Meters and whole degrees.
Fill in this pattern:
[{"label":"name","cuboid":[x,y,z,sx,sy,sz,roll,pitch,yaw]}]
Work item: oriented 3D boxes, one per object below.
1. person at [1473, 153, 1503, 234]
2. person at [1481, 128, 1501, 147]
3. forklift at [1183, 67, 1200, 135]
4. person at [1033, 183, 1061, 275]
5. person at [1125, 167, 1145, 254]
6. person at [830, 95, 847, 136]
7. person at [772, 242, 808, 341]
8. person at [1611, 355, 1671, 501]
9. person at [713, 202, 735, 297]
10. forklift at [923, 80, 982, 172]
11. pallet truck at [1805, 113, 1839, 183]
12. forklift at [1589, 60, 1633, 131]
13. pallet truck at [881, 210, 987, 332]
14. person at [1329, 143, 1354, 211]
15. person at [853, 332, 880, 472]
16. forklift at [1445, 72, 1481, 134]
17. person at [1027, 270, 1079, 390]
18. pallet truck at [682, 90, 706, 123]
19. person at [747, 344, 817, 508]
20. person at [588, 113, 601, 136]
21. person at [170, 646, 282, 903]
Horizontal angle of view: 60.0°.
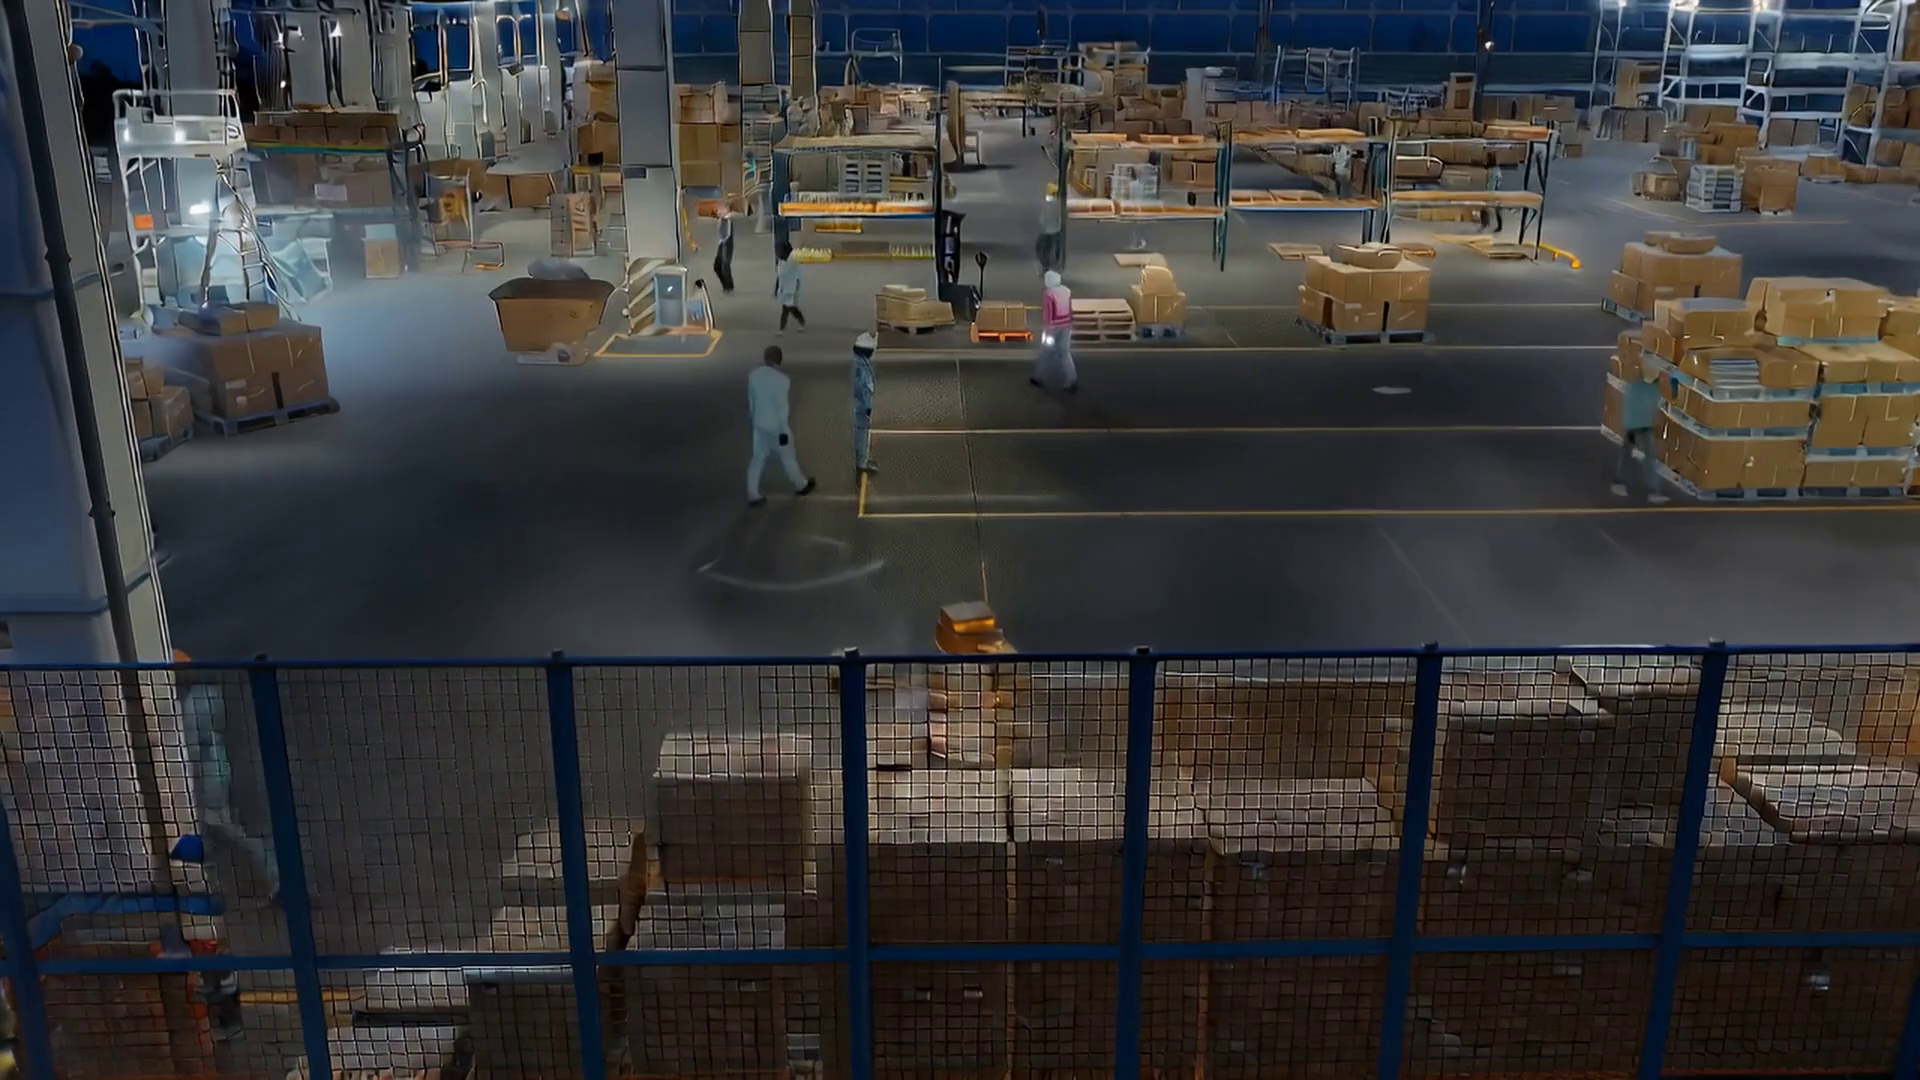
[{"label":"person","cuboid":[12.797,-8.352,40.109,0.849,1.916,0.757,-3,19,-9]},{"label":"person","cuboid":[15.185,-10.866,47.615,0.575,1.894,0.964,1,19,4]},{"label":"forklift","cuboid":[8.517,-15.885,60.997,1.873,2.768,1.129,-1,19,-1]},{"label":"person","cuboid":[1.804,-6.431,34.464,0.674,1.890,0.605,13,23,35]},{"label":"person","cuboid":[3.869,-7.359,37.171,0.440,1.923,0.660,-8,20,-21]},{"label":"person","cuboid":[-4.378,-15.092,60.094,0.635,1.938,0.360,-5,19,-13]},{"label":"person","cuboid":[-2.923,-4.287,28.473,0.538,1.658,0.862,17,25,42]},{"label":"person","cuboid":[8.043,-1.308,19.521,0.538,1.736,0.769,-5,19,-16]},{"label":"person","cuboid":[-4.535,-5.586,32.108,0.404,1.801,0.622,5,19,16]},{"label":"forklift","cuboid":[-0.248,-13.248,53.171,1.873,2.768,1.129,-1,19,-1]},{"label":"pallet truck","cuboid":[26.403,-11.957,50.702,0.823,1.965,1.885,6,19,16]},{"label":"forklift","cuboid":[26.302,-17.662,66.266,1.873,2.768,1.129,0,19,-1]},{"label":"pallet truck","cuboid":[-0.493,-4.759,29.349,1.885,1.965,0.823,-13,23,-34]},{"label":"person","cuboid":[10.139,-9.706,44.148,0.593,1.919,0.392,16,24,39]},{"label":"person","cuboid":[-1.174,-1.729,20.754,0.299,1.743,0.486,-3,19,-8]},{"label":"forklift","cuboid":[17.453,-14.903,58.082,1.129,2.768,1.873,-1,19,-1]},{"label":"person","cuboid":[1.427,-3.144,24.887,0.617,1.798,0.980,-15,23,-37]},{"label":"pallet truck","cuboid":[-9.671,-15.907,62.421,0.823,1.965,1.885,5,19,15]},{"label":"person","cuboid":[-2.160,-1.353,19.427,0.639,1.885,1.002,13,23,34]},{"label":"person","cuboid":[-14.309,-16.617,65.112,0.521,1.613,0.602,-3,19,-9]},{"label":"person","cuboid":[-4.893,1.555,10.785,0.870,1.897,0.589,0,19,0]}]
